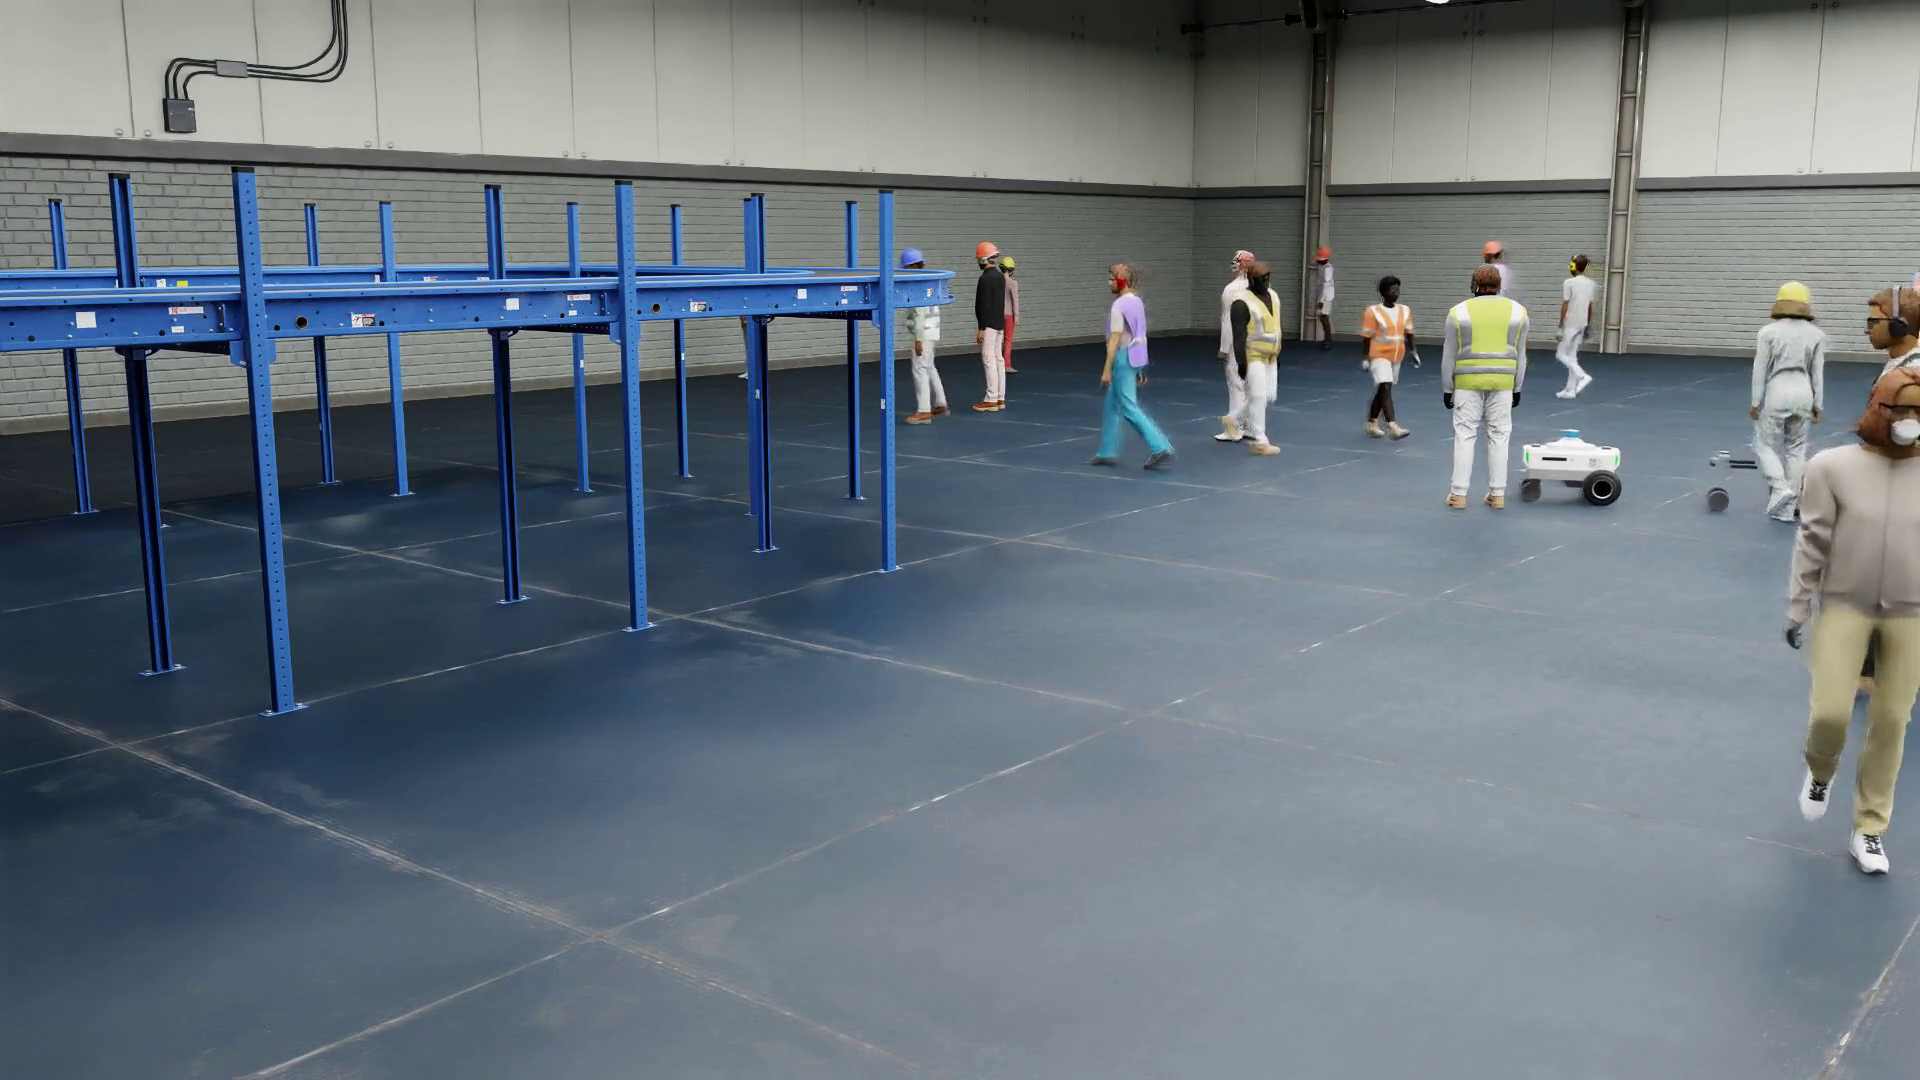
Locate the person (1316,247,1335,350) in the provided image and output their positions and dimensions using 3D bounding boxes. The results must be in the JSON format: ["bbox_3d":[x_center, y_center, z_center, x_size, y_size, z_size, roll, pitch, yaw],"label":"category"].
[{"bbox_3d":[6.733,-4.466,30.792,0.379,1.888,0.656,1,10,5],"label":"person"}]

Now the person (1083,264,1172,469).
[{"bbox_3d":[1.517,-1.535,14.785,0.858,1.825,0.579,4,11,20],"label":"person"}]

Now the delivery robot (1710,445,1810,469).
[{"bbox_3d":[6.039,-0.661,12.517,0.698,0.223,0.335,4,11,22],"label":"delivery robot"}]

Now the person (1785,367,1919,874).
[{"bbox_3d":[2.960,0.244,5.387,0.524,1.619,0.413,3,11,18],"label":"person"}]

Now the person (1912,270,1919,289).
[{"bbox_3d":[14.388,-3.358,24.609,0.639,1.903,0.968,0,10,0],"label":"person"}]

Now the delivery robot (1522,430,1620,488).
[{"bbox_3d":[4.772,-0.620,13.009,0.707,0.478,0.477,3,11,17],"label":"delivery robot"}]

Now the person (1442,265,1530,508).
[{"bbox_3d":[3.971,-1.166,12.652,0.619,1.835,0.430,1,10,7],"label":"person"}]

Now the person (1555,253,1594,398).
[{"bbox_3d":[7.864,-2.725,21.230,0.531,1.848,0.522,-5,12,-28],"label":"person"}]

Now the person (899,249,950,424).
[{"bbox_3d":[-0.390,-2.262,18.468,0.560,1.919,0.734,1,10,6],"label":"person"}]

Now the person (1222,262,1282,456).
[{"bbox_3d":[2.761,-1.724,15.772,0.612,1.821,0.645,10,14,43],"label":"person"}]

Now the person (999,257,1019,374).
[{"bbox_3d":[0.700,-3.431,25.402,0.517,1.757,0.336,9,14,42],"label":"person"}]

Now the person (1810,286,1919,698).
[{"bbox_3d":[4.208,-0.199,7.334,0.631,1.828,0.532,4,11,19],"label":"person"}]

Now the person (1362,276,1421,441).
[{"bbox_3d":[4.363,-1.837,16.838,0.544,1.646,0.861,-5,11,-25],"label":"person"}]

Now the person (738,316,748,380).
[{"bbox_3d":[-3.063,-3.158,24.204,0.315,1.640,0.515,-5,11,-23],"label":"person"}]

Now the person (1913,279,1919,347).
[{"bbox_3d":[4.738,-0.400,8.095,0.377,1.938,0.547,-1,10,-8],"label":"person"}]

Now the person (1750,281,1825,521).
[{"bbox_3d":[5.953,-0.990,11.946,0.500,1.725,0.559,1,10,3],"label":"person"}]

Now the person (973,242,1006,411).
[{"bbox_3d":[0.340,-2.543,19.823,0.400,1.989,0.623,4,11,22],"label":"person"}]

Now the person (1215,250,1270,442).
[{"bbox_3d":[2.833,-1.957,16.811,0.639,1.911,0.406,-8,13,-39],"label":"person"}]

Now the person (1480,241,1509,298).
[{"bbox_3d":[8.198,-3.543,25.353,0.917,2.014,0.609,10,14,43],"label":"person"}]
